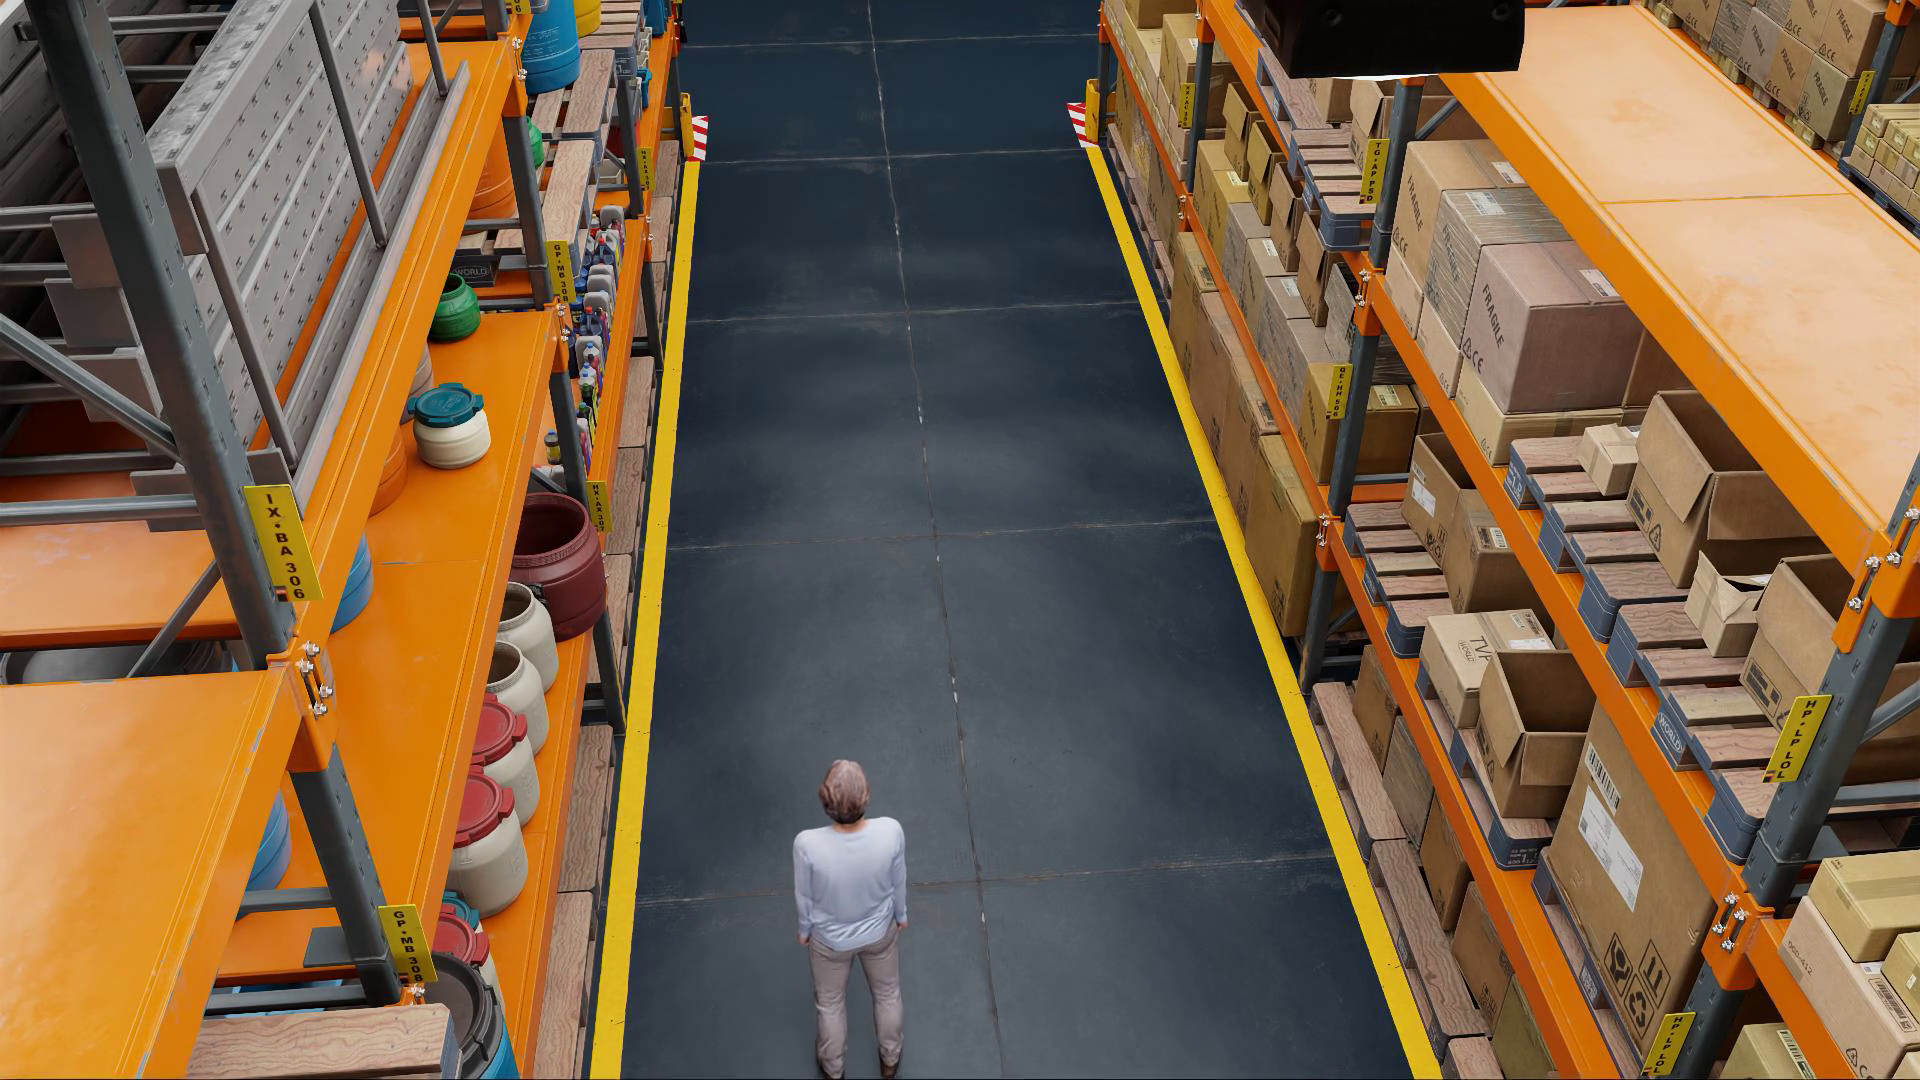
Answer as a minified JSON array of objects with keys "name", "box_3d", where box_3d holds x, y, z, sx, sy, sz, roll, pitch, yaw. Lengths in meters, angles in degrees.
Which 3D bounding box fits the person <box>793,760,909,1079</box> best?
[{"name":"person","box_3d":[-0.461,1.693,7.228,0.670,1.890,0.600,-8,38,-10]}]
